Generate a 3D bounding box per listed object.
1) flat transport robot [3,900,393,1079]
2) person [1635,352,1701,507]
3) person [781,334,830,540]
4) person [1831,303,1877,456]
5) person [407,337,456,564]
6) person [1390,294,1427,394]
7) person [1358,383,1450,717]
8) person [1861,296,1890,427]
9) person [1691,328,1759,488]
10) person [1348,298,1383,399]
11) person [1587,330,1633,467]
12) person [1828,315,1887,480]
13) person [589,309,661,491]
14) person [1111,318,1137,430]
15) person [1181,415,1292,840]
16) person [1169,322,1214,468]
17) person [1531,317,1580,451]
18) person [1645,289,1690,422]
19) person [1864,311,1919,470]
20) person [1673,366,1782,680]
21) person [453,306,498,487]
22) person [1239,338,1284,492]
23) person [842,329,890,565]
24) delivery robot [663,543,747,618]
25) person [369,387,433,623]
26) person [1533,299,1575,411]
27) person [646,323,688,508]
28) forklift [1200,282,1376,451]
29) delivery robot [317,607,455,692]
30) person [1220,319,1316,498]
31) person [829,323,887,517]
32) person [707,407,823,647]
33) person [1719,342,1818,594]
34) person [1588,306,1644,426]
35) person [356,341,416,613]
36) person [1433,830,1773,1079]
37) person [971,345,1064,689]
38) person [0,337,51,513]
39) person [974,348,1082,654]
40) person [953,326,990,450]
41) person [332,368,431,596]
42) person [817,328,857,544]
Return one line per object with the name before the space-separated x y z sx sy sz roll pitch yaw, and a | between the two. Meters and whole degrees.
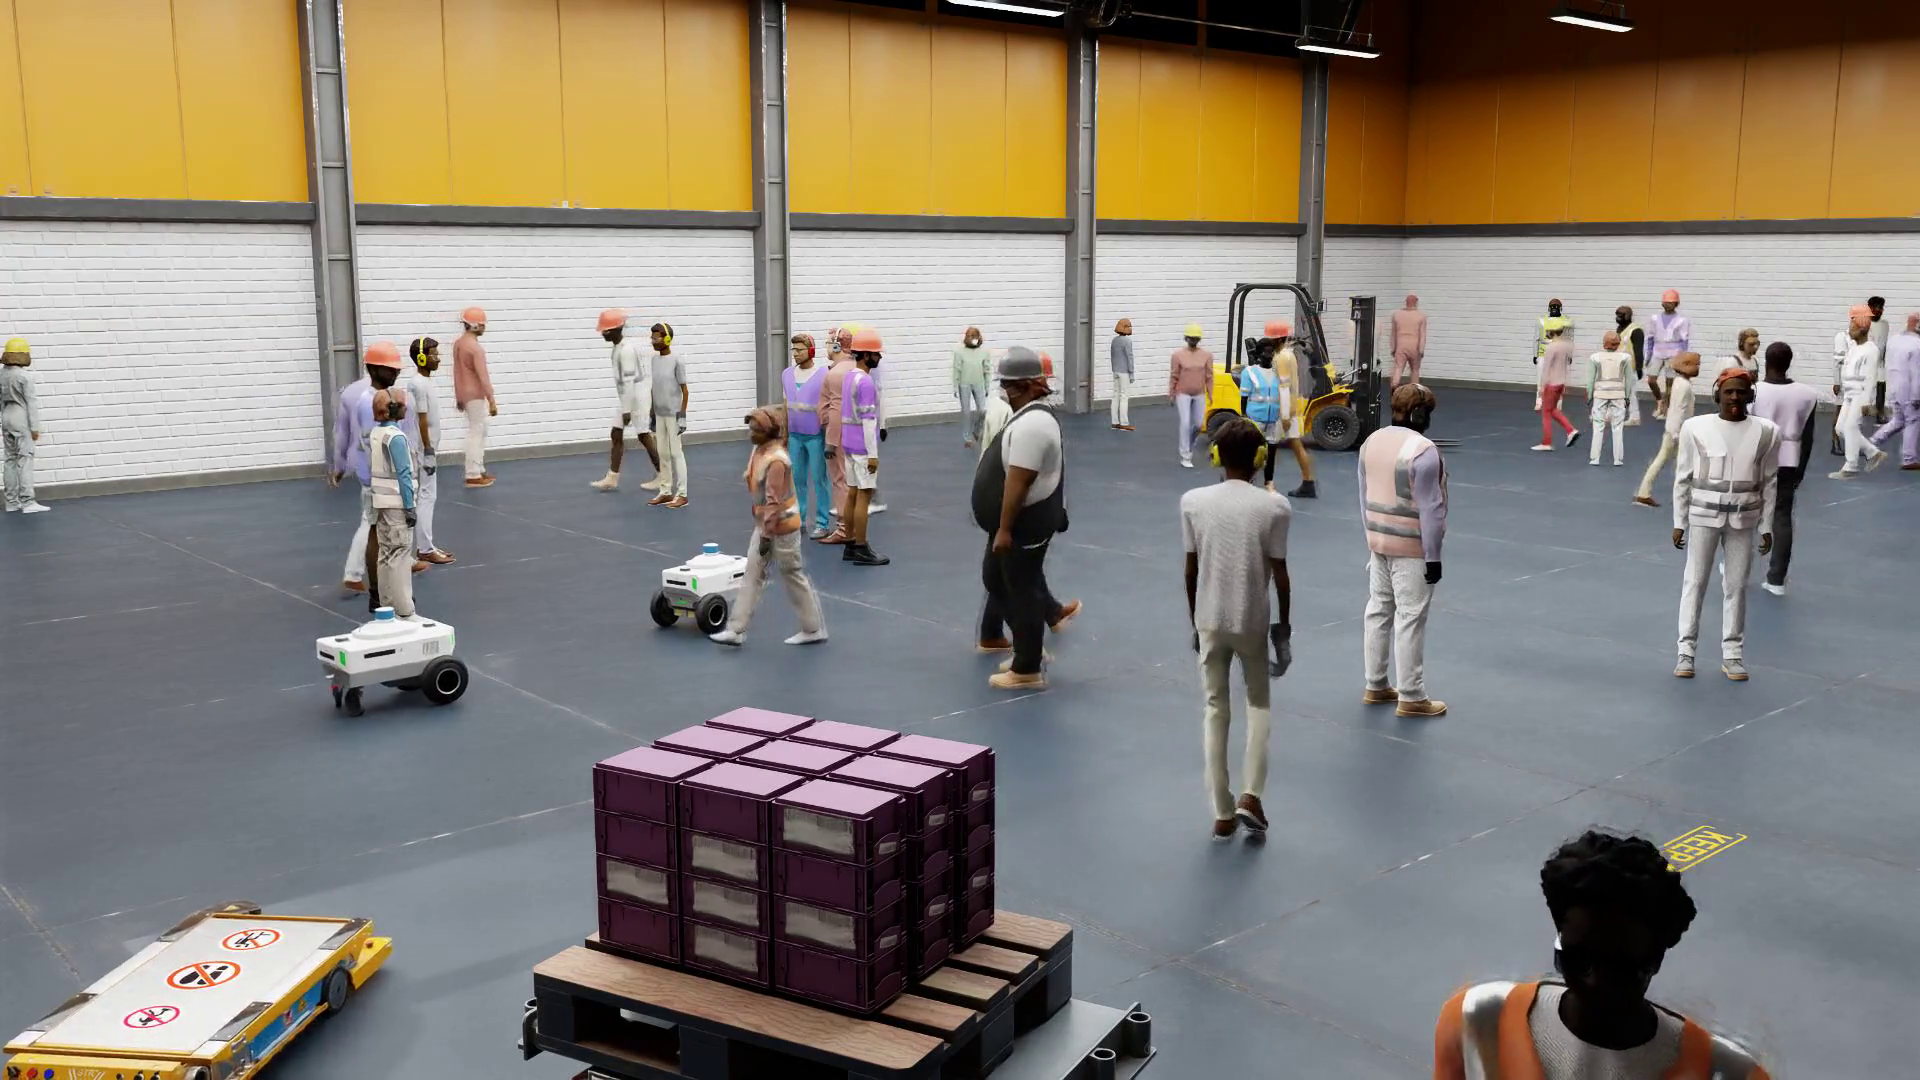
flat transport robot | -2.434 1.507 5.289 0.652 0.197 1.431 1 10 6
person | 7.232 -1.090 16.639 0.849 1.586 0.516 3 10 15
person | -1.357 -0.931 14.959 0.571 1.843 0.373 6 11 31
person | 11.376 -2.036 21.147 0.551 1.942 0.340 -1 10 -7
person | -4.390 -0.737 13.755 0.317 1.870 0.531 -3 10 -19
person | 7.949 -3.426 29.519 0.653 1.878 0.923 5 11 28
person | 2.472 0.053 9.226 0.429 1.840 0.624 -4 11 -23
person | 13.508 -2.618 24.551 0.645 1.932 0.840 -2 10 -10
person | 8.128 -1.342 17.525 0.509 1.804 0.946 -5 11 -26
person | 6.595 -3.040 27.155 0.583 1.907 0.601 -4 10 -20
person | 7.828 -1.701 20.065 0.513 1.642 0.313 3 10 19
person | 10.216 -1.606 18.831 0.531 1.870 0.587 1 10 7
person | -3.587 -1.481 17.829 0.968 1.964 0.646 -4 11 -23
person | 2.381 -2.416 24.274 0.279 1.634 0.499 -5 11 -28
person | 1.201 0.387 7.247 0.506 1.847 0.408 3 10 18
person | 2.772 -1.764 20.078 0.547 1.750 0.578 -2 10 -10
person | 7.724 -2.008 21.537 0.479 1.753 0.533 9 13 44
person | 10.813 -2.822 25.493 0.644 2.029 0.423 9 13 44
person | 11.164 -1.761 19.695 0.628 1.887 0.661 -1 10 -3
person | 4.579 -0.098 9.979 0.575 1.883 0.355 3 10 15
person | -5.247 -1.565 18.260 0.573 1.979 0.659 -7 12 -37
person | 3.166 -1.264 17.343 0.540 1.695 0.317 -2 10 -12
person | -0.779 -0.763 13.706 0.376 1.936 0.549 -4 10 -21
delivery robot | -1.707 0.268 11.443 0.477 0.478 0.707 6 12 33
person | -3.877 -0.227 11.428 0.307 1.644 0.514 -8 12 -38
person | 9.702 -3.023 27.220 0.635 1.842 0.429 4 10 21
person | -2.958 -1.255 16.802 0.532 1.864 0.312 8 13 39
forklift | 4.328 -2.346 22.227 2.313 2.155 1.214 3 10 16
delivery robot | -3.229 0.622 9.367 0.707 0.478 0.477 -10 14 -44
person | 3.289 -1.373 17.453 1.027 1.863 0.575 4 10 22
person | -1.080 -1.146 16.088 0.900 1.880 0.609 -9 13 -43
person | -1.253 -0.068 10.645 0.817 1.583 0.569 -5 11 -25
person | 6.168 -0.569 12.742 0.608 1.878 0.908 1 10 5
person | 9.784 -2.565 24.689 0.981 1.786 0.661 -2 10 -12
person | -4.108 -0.451 11.892 0.376 1.934 0.547 -1 10 -8
person | 0.950 1.265 2.558 0.556 1.679 0.458 5 11 29
person | 0.334 -0.133 9.720 0.538 2.000 0.691 0 10 1
person | -9.300 -1.134 16.482 0.491 1.739 0.316 4 10 22
person | 0.485 -0.261 10.765 1.012 1.936 0.636 -7 12 -35
person | 0.155 -1.987 21.810 0.514 1.623 0.348 -2 10 -10
person | -4.434 -0.534 12.623 0.684 1.864 1.039 4 11 24
person | -1.058 -0.917 14.699 0.410 1.909 0.642 2 10 13
